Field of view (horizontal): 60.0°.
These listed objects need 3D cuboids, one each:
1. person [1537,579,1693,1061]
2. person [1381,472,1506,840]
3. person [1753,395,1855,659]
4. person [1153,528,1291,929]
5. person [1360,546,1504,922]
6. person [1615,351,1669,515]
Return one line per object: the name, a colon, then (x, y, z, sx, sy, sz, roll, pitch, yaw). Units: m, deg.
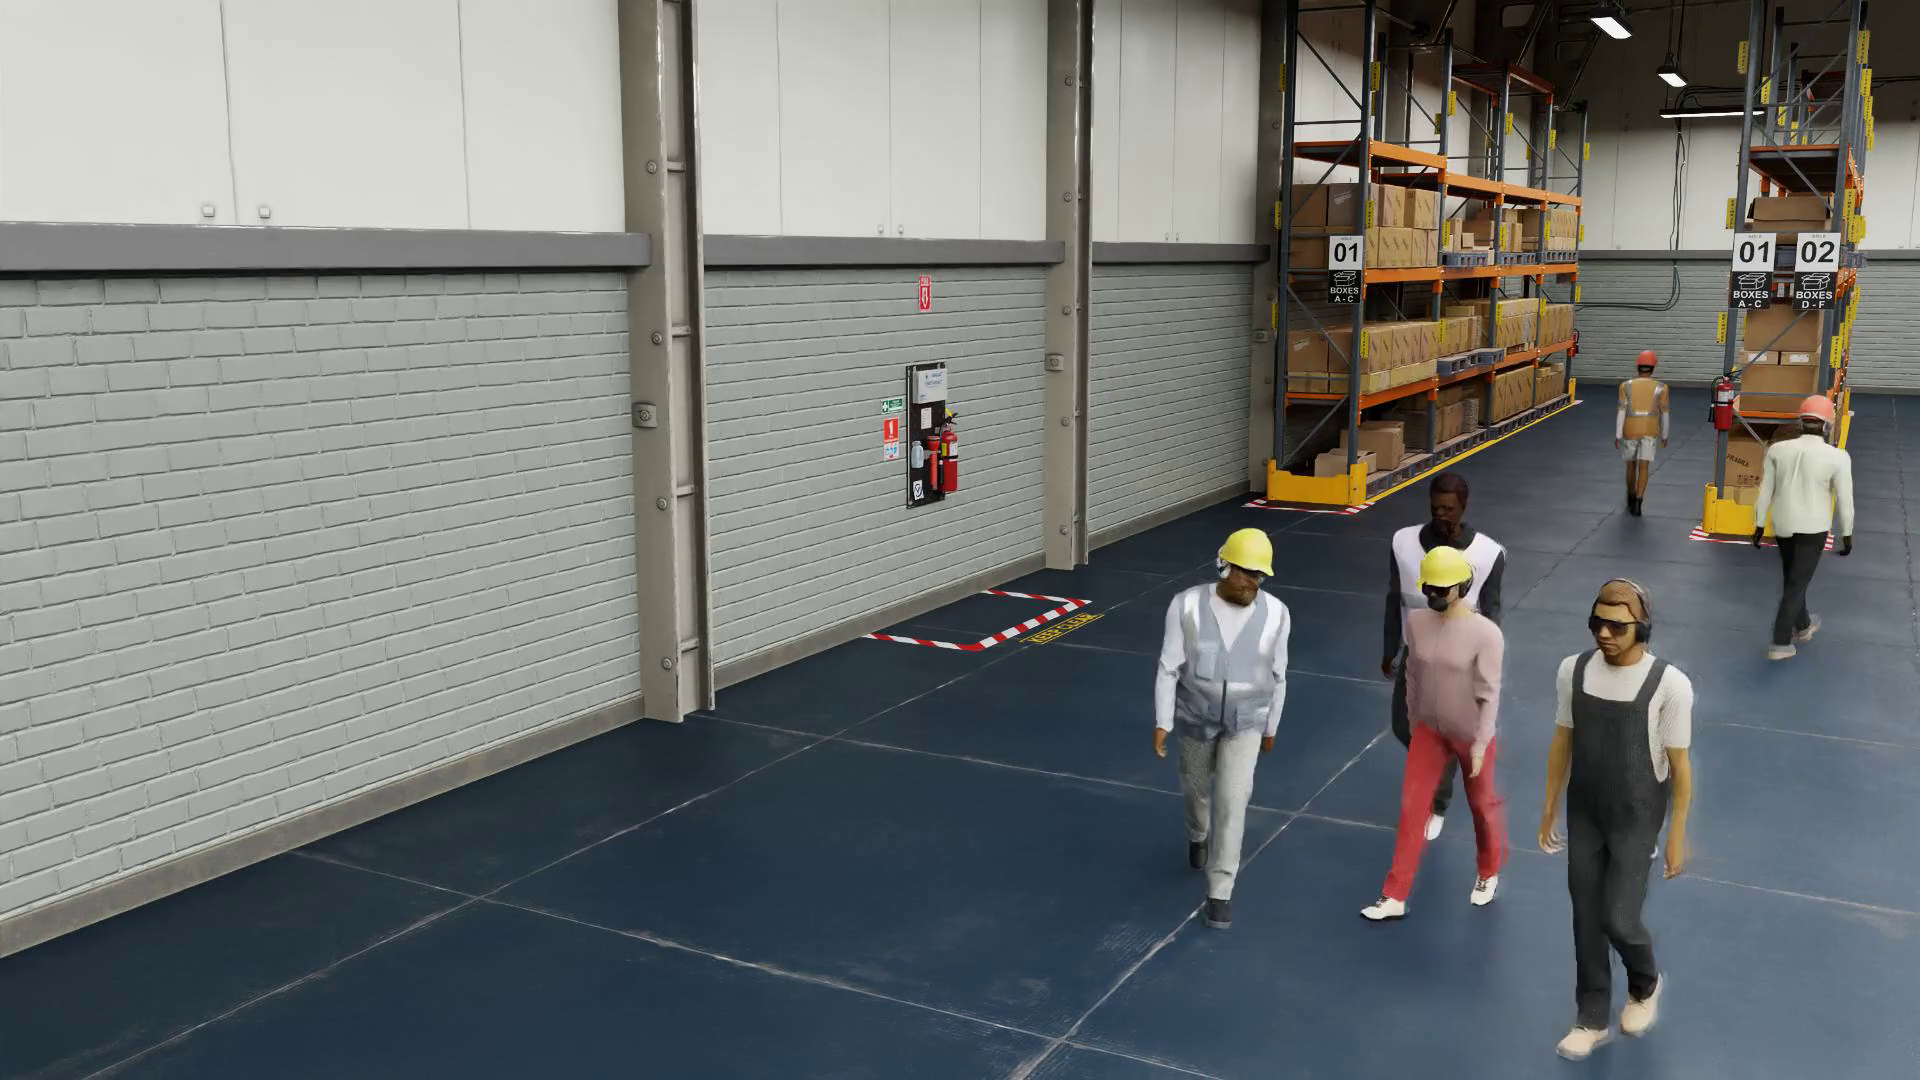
person: (2.430, 1.038, 6.185, 0.444, 1.829, 0.531, -8, 13, -39)
person: (2.496, 0.580, 8.629, 0.608, 1.903, 0.489, 6, 12, 33)
person: (6.414, -0.109, 12.520, 0.996, 1.949, 0.656, -7, 12, -36)
person: (1.214, 0.799, 7.722, 0.601, 1.785, 0.904, 2, 10, 10)
person: (2.214, 0.867, 7.507, 0.882, 1.712, 0.535, -9, 13, -42)
person: (7.988, -1.263, 19.476, 0.567, 1.881, 0.990, 5, 11, 25)
